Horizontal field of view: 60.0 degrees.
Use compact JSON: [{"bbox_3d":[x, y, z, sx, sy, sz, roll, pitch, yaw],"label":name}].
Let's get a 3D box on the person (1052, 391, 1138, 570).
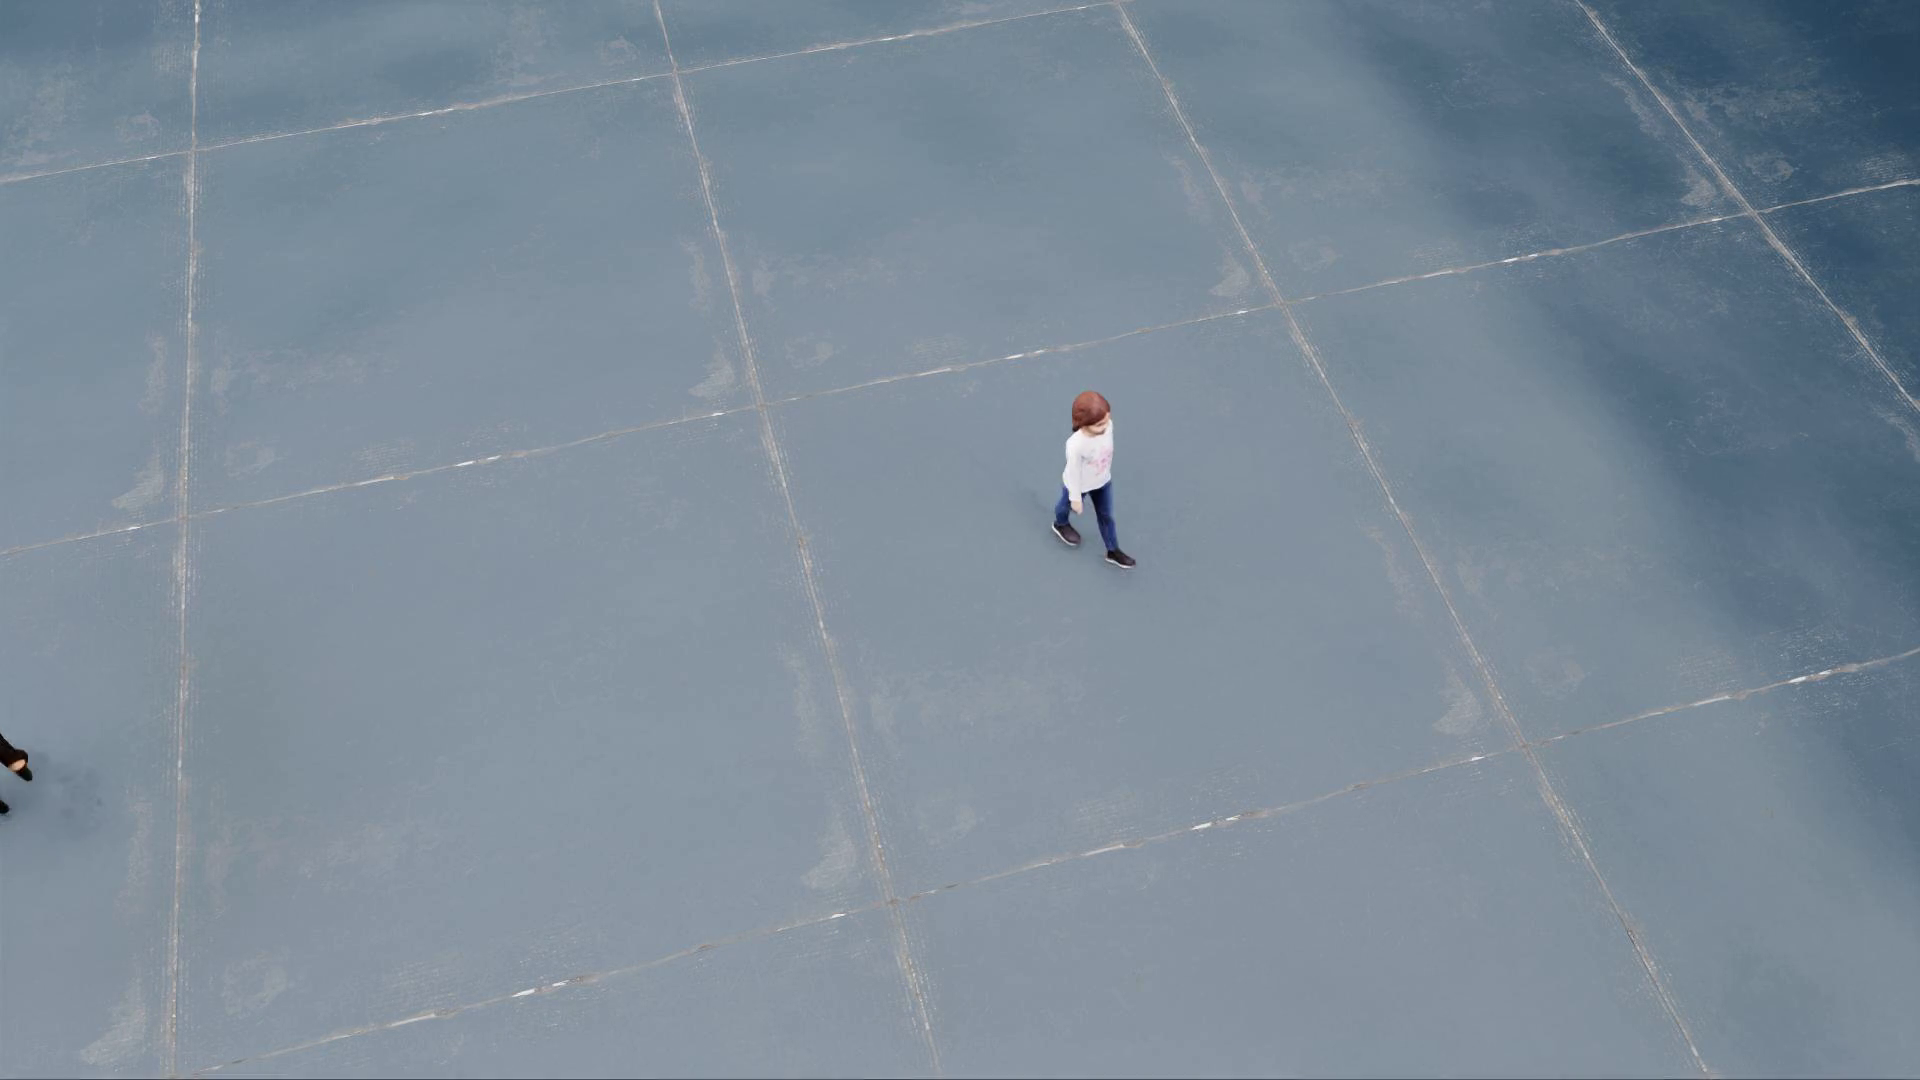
[{"bbox_3d":[0.569,-0.342,7.972,0.622,1.093,0.788,-32,59,-22],"label":"person"}]
